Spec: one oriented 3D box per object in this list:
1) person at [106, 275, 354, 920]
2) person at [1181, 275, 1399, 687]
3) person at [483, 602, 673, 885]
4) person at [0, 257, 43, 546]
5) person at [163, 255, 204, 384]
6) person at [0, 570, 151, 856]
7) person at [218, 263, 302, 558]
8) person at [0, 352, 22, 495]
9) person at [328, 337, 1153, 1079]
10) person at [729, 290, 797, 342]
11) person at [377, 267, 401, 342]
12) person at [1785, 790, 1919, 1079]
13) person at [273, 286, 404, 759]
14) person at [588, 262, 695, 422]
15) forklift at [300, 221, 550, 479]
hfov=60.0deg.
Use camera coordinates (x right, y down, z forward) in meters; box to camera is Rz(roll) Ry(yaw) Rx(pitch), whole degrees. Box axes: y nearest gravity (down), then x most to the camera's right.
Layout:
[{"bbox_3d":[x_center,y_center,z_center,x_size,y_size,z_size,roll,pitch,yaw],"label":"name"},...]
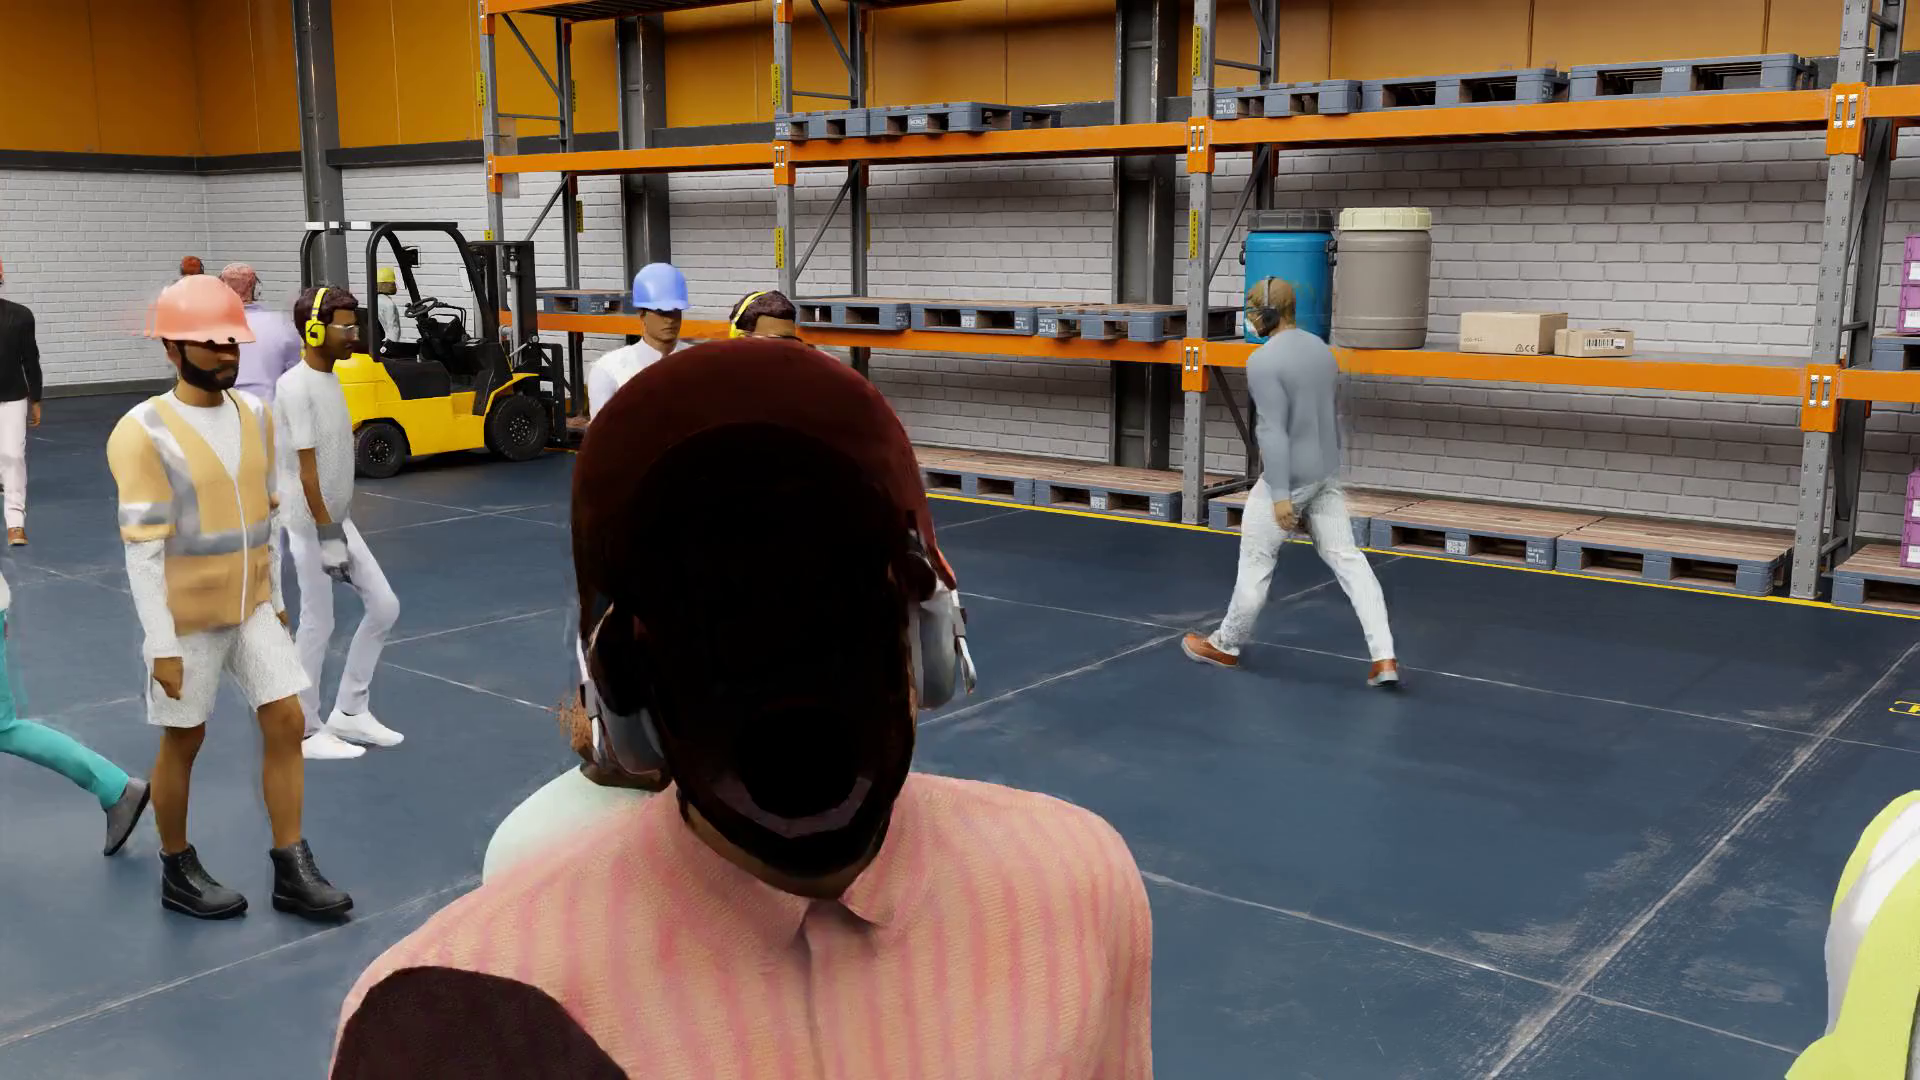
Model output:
[{"bbox_3d":[-2.111,0.206,4.817,0.770,1.915,0.594,5,11,25],"label":"person"},{"bbox_3d":[1.572,-0.260,7.592,0.674,1.878,1.081,-9,14,-42],"label":"person"},{"bbox_3d":[-0.335,0.837,2.177,0.532,1.603,0.716,-8,13,-36],"label":"person"},{"bbox_3d":[-6.481,-0.962,11.123,0.632,1.976,0.710,-7,12,-34],"label":"person"},{"bbox_3d":[-8.043,-2.049,17.468,0.578,1.866,0.802,-3,11,-19],"label":"person"},{"bbox_3d":[-3.108,0.214,5.295,0.822,1.729,0.515,-5,11,-25],"label":"person"},{"bbox_3d":[-4.192,-0.671,9.765,0.681,1.885,0.645,-6,12,-28],"label":"person"},{"bbox_3d":[-7.824,-1.245,13.175,0.772,1.801,0.593,2,10,11],"label":"person"},{"bbox_3d":[-0.096,0.839,1.202,0.650,1.967,0.427,-5,11,-25],"label":"person"},{"bbox_3d":[-0.636,0.136,5.362,0.310,1.865,0.532,3,11,16],"label":"person"},{"bbox_3d":[-5.909,-1.937,17.186,0.306,1.745,0.483,-10,14,-43],"label":"person"},{"bbox_3d":[0.900,0.882,1.381,0.432,1.828,0.634,0,10,-1],"label":"person"},{"bbox_3d":[-2.405,-0.042,6.413,0.563,1.846,0.544,0,10,1],"label":"person"},{"bbox_3d":[-1.206,-0.146,6.732,0.608,1.936,0.507,-6,12,-30],"label":"person"},{"bbox_3d":[-4.922,-1.741,14.854,1.214,2.155,2.313,8,13,38],"label":"forklift"}]
